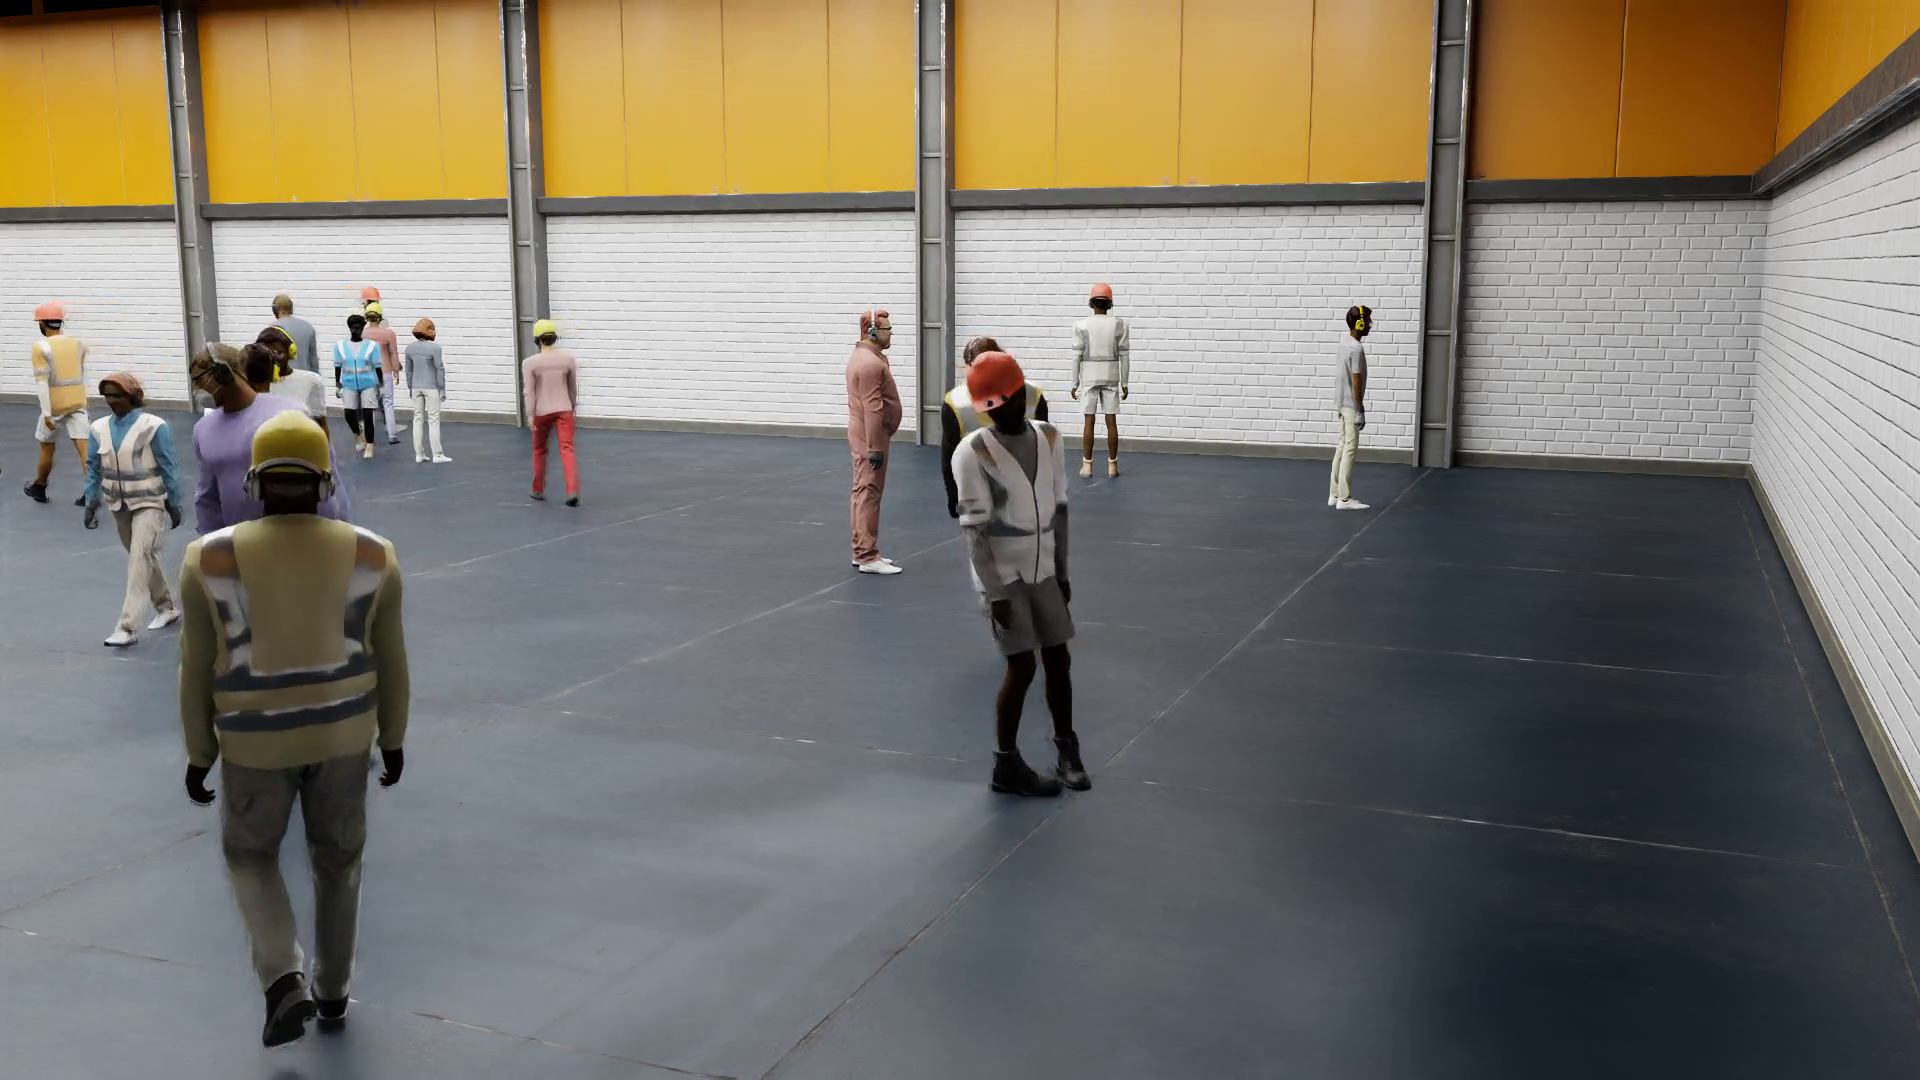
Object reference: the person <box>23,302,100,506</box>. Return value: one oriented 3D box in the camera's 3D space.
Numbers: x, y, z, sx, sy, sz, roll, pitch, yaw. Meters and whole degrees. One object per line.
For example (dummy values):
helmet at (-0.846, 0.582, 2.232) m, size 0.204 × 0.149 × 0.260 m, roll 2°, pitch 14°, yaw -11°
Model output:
person at (-8.363, -1.254, 15.399) m, size 1.001 × 1.879 × 0.548 m, roll 6°, pitch 11°, yaw 31°

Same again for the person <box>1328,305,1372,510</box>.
person at (3.580, -1.202, 15.200) m, size 0.317 × 1.854 × 0.516 m, roll -1°, pitch 9°, yaw -4°

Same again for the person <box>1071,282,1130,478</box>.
person at (1.467, -1.671, 17.461) m, size 0.614 × 2.042 × 0.373 m, roll 0°, pitch 9°, yaw -1°

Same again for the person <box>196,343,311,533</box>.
person at (-3.749, -0.144, 8.925) m, size 0.541 × 1.802 × 1.008 m, roll -8°, pitch 12°, yaw -41°

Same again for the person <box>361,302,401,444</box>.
person at (-7.252, -2.066, 20.702) m, size 0.533 × 1.765 × 0.329 m, roll -2°, pitch 10°, yaw -12°

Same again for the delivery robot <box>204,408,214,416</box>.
delivery robot at (-9.368, -1.564, 21.028) m, size 0.477 × 0.478 × 0.707 m, roll -4°, pitch 10°, yaw -25°

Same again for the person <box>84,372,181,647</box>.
person at (-4.920, -0.196, 9.877) m, size 0.520 × 1.587 × 0.843 m, roll 2°, pitch 10°, yaw 13°

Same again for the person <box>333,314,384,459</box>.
person at (-6.912, -1.769, 19.166) m, size 0.557 × 1.672 × 0.446 m, roll -2°, pitch 9°, yaw -9°

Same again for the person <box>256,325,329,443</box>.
person at (-4.234, -0.431, 10.530) m, size 0.583 × 1.848 × 0.452 m, roll 0°, pitch 9°, yaw 1°

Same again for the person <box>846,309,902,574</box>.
person at (-0.618, -0.715, 12.077) m, size 0.399 × 1.909 × 0.642 m, roll -2°, pitch 9°, yaw -9°

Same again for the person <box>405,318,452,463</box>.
person at (-6.016, -1.682, 18.766) m, size 0.500 × 1.633 × 0.286 m, roll 4°, pitch 10°, yaw 21°

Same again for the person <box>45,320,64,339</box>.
person at (-13.089, -2.569, 24.133) m, size 0.286 × 1.635 × 0.500 m, roll -2°, pitch 10°, yaw -14°

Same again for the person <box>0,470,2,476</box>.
person at (-10.354, -1.612, 17.489) m, size 0.369 × 1.928 × 0.740 m, roll -6°, pitch 11°, yaw -31°

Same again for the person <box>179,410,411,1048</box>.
person at (-1.852, 0.547, 4.686) m, size 0.614 × 1.819 × 0.523 m, roll -5°, pitch 11°, yaw -28°

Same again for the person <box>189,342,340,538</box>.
person at (-2.998, 0.085, 7.306) m, size 0.778 × 1.900 × 0.375 m, roll 3°, pitch 10°, yaw 18°

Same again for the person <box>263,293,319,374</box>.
person at (-7.239, -1.710, 18.066) m, size 0.493 × 1.922 × 0.666 m, roll 6°, pitch 11°, yaw 34°

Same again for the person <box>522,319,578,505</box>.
person at (-3.800, -1.190, 15.520) m, size 0.528 × 1.725 × 0.892 m, roll -5°, pitch 11°, yaw -27°

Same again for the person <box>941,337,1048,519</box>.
person at (0.207, -0.283, 9.787) m, size 0.662 × 1.803 × 0.727 m, roll -2°, pitch 10°, yaw -12°

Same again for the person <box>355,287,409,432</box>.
person at (-7.870, -2.423, 22.326) m, size 1.025 × 1.949 × 0.607 m, roll 3°, pitch 10°, yaw 19°

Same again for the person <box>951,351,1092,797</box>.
person at (0.257, 0.153, 6.935) m, size 0.634 × 1.880 × 0.382 m, roll -7°, pitch 12°, yaw -38°
